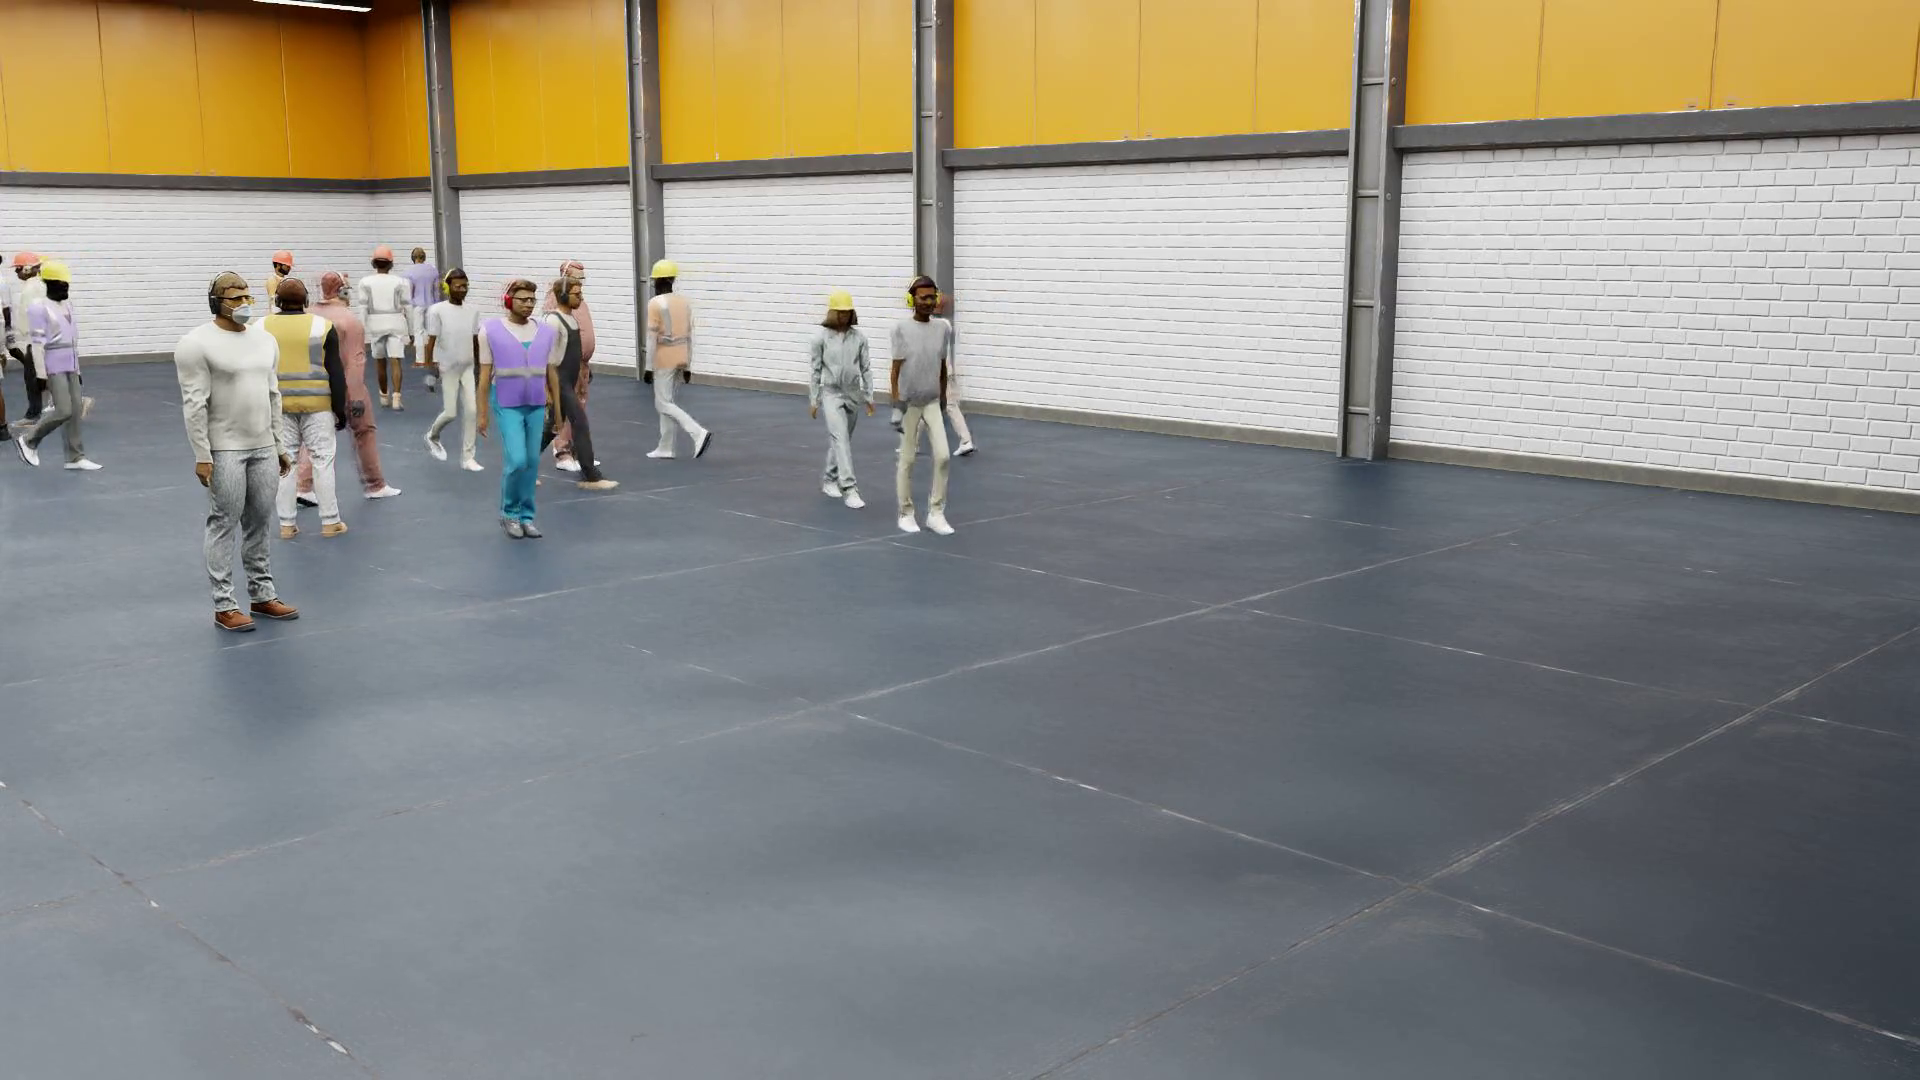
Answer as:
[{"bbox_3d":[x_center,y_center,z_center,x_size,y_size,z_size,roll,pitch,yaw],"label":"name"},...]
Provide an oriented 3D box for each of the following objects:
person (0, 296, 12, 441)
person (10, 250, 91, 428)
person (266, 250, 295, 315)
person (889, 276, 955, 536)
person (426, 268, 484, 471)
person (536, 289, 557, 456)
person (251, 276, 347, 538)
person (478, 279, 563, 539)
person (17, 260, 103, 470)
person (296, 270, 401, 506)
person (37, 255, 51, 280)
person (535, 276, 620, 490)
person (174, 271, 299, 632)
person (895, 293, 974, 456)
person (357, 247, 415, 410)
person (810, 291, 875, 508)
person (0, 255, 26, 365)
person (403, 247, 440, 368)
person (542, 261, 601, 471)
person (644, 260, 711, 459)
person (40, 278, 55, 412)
[{"bbox_3d":[-10.171,-1.975,17.203,0.547,1.934,0.375,-6,12,-29],"label":"person"},{"bbox_3d":[-10.162,-2.219,18.443,0.771,1.970,0.624,-4,11,-19],"label":"person"},{"bbox_3d":[-9.030,-2.897,22.241,0.365,1.932,0.543,-1,10,-6],"label":"person"},{"bbox_3d":[-0.272,-0.942,11.823,0.533,1.848,0.677,-5,11,-24],"label":"person"},{"bbox_3d":[-4.627,-1.549,15.133,0.637,1.843,0.568,9,14,41],"label":"person"},{"bbox_3d":[-3.899,-1.643,16.231,0.523,1.613,0.557,0,10,-1],"label":"person"},{"bbox_3d":[-4.653,-0.930,11.748,0.633,1.846,0.429,-2,11,-9],"label":"person"},{"bbox_3d":[-3.075,-0.907,11.663,0.612,1.825,0.474,-10,14,-44],"label":"person"},{"bbox_3d":[-8.185,-1.565,15.032,0.594,1.911,0.599,0,10,0],"label":"person"},{"bbox_3d":[-4.948,-1.203,13.202,0.654,1.866,0.969,5,12,26],"label":"person"},{"bbox_3d":[-14.186,-3.505,25.827,0.404,1.829,0.600,-8,13,-39],"label":"person"},{"bbox_3d":[-3.384,-1.309,13.958,0.958,1.809,0.532,1,10,4],"label":"person"},{"bbox_3d":[-3.920,-0.484,9.062,0.372,1.940,0.632,5,11,24],"label":"person"},{"bbox_3d":[-0.218,-1.601,16.120,0.879,1.602,0.522,8,13,37],"label":"person"},{"bbox_3d":[-7.037,-2.595,20.432,0.628,2.000,0.955,-3,11,-15],"label":"person"},{"bbox_3d":[-0.942,-1.138,13.288,0.499,1.697,0.886,-6,12,-29],"label":"person"},{"bbox_3d":[-12.721,-2.884,22.198,0.982,1.931,0.596,-6,12,-29],"label":"person"},{"bbox_3d":[-8.666,-3.733,26.777,0.357,1.938,0.638,8,13,38],"label":"person"},{"bbox_3d":[-3.527,-1.587,15.185,0.407,1.901,0.639,2,11,11],"label":"person"},{"bbox_3d":[-2.692,-1.683,15.698,0.732,1.905,0.595,5,11,24],"label":"person"},{"bbox_3d":[-10.997,-2.366,20.187,0.288,1.626,0.497,5,12,27],"label":"person"}]
